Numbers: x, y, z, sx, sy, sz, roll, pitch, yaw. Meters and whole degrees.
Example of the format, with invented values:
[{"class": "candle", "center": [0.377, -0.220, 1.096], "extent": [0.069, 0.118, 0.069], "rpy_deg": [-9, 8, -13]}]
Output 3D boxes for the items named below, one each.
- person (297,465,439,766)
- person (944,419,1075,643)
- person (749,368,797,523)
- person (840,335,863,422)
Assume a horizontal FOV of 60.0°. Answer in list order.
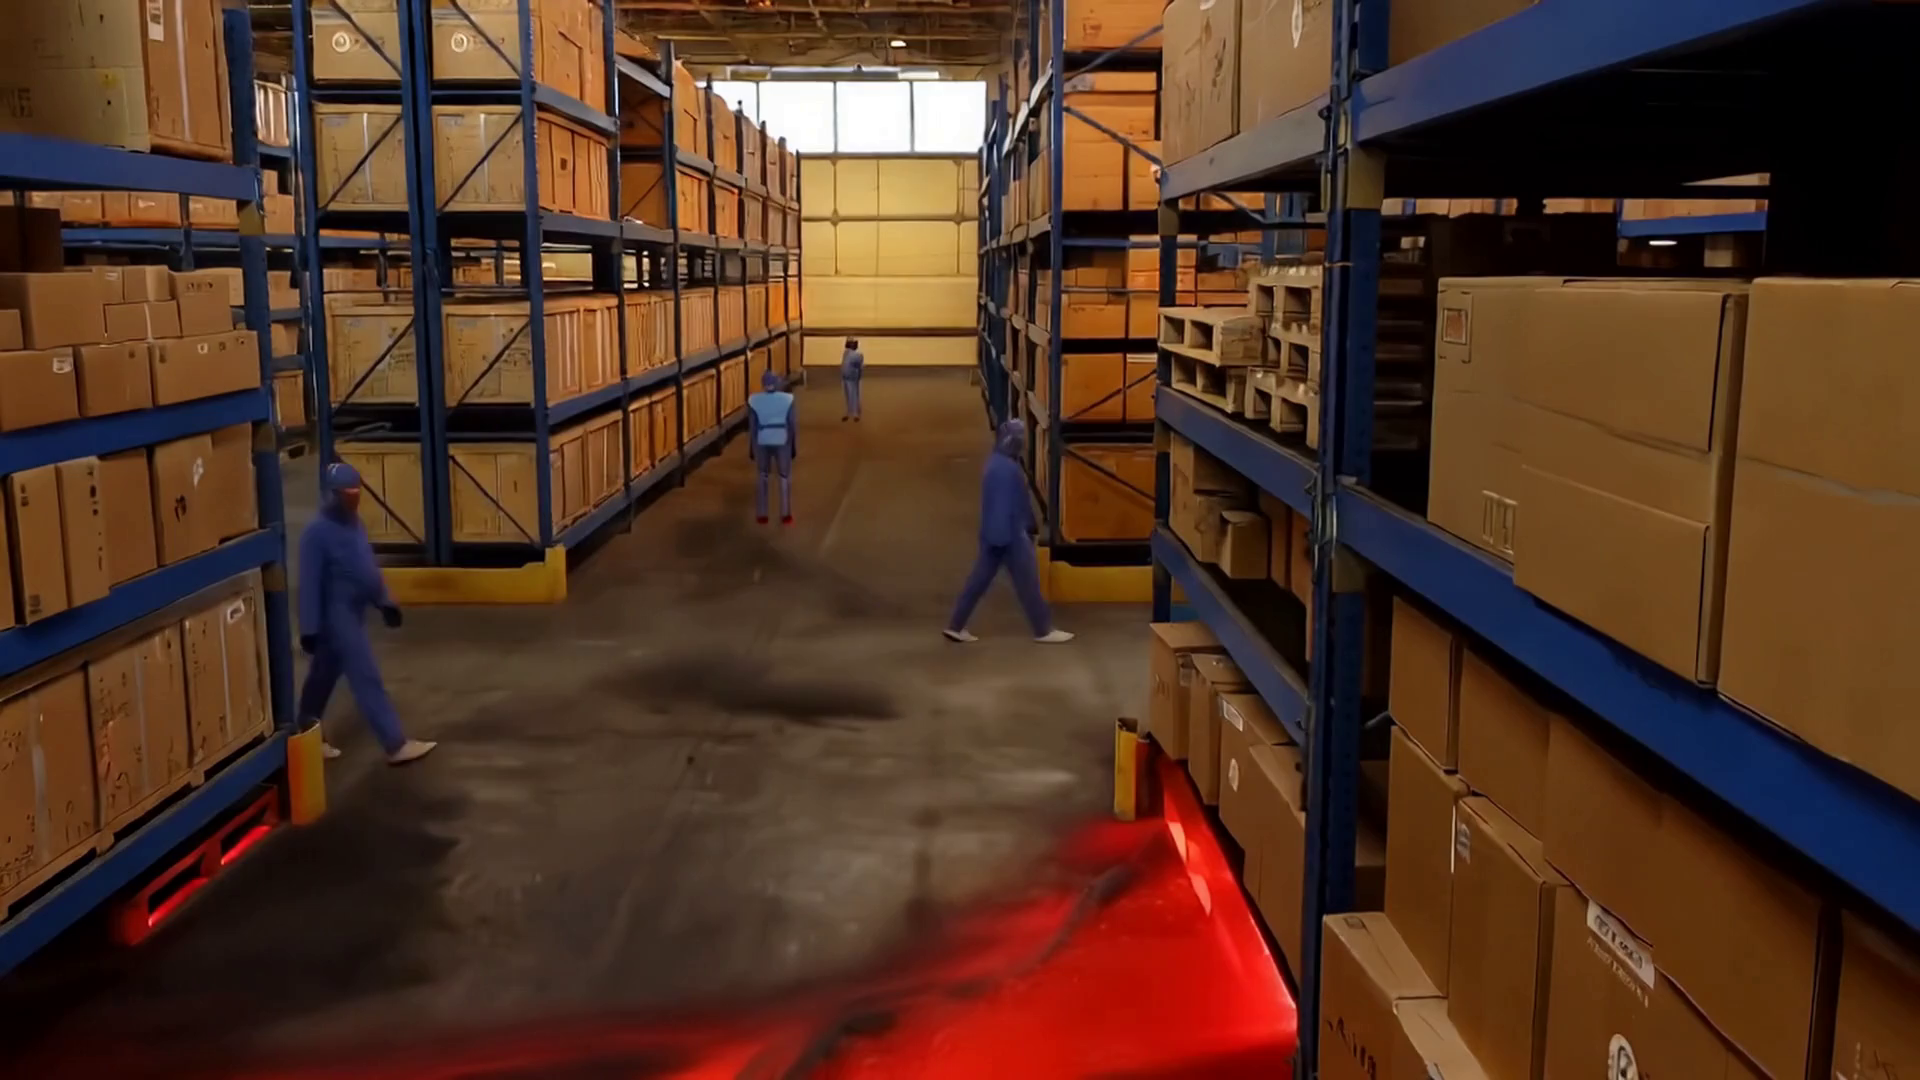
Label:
[{"class": "person", "center": [-3.708, 0.463, 10.169], "extent": [1.005, 1.854, 0.664], "rpy_deg": [0, 9, -1]}, {"class": "person", "center": [0.360, -0.058, 13.415], "extent": [1.043, 1.853, 0.634], "rpy_deg": [-2, 10, -13]}, {"class": "person", "center": [-2.235, -1.124, 19.899], "extent": [0.565, 1.850, 0.390], "rpy_deg": [-2, 10, -13]}, {"class": "person", "center": [-2.156, -3.205, 33.013], "extent": [0.483, 1.736, 0.311], "rpy_deg": [6, 11, 34]}]
